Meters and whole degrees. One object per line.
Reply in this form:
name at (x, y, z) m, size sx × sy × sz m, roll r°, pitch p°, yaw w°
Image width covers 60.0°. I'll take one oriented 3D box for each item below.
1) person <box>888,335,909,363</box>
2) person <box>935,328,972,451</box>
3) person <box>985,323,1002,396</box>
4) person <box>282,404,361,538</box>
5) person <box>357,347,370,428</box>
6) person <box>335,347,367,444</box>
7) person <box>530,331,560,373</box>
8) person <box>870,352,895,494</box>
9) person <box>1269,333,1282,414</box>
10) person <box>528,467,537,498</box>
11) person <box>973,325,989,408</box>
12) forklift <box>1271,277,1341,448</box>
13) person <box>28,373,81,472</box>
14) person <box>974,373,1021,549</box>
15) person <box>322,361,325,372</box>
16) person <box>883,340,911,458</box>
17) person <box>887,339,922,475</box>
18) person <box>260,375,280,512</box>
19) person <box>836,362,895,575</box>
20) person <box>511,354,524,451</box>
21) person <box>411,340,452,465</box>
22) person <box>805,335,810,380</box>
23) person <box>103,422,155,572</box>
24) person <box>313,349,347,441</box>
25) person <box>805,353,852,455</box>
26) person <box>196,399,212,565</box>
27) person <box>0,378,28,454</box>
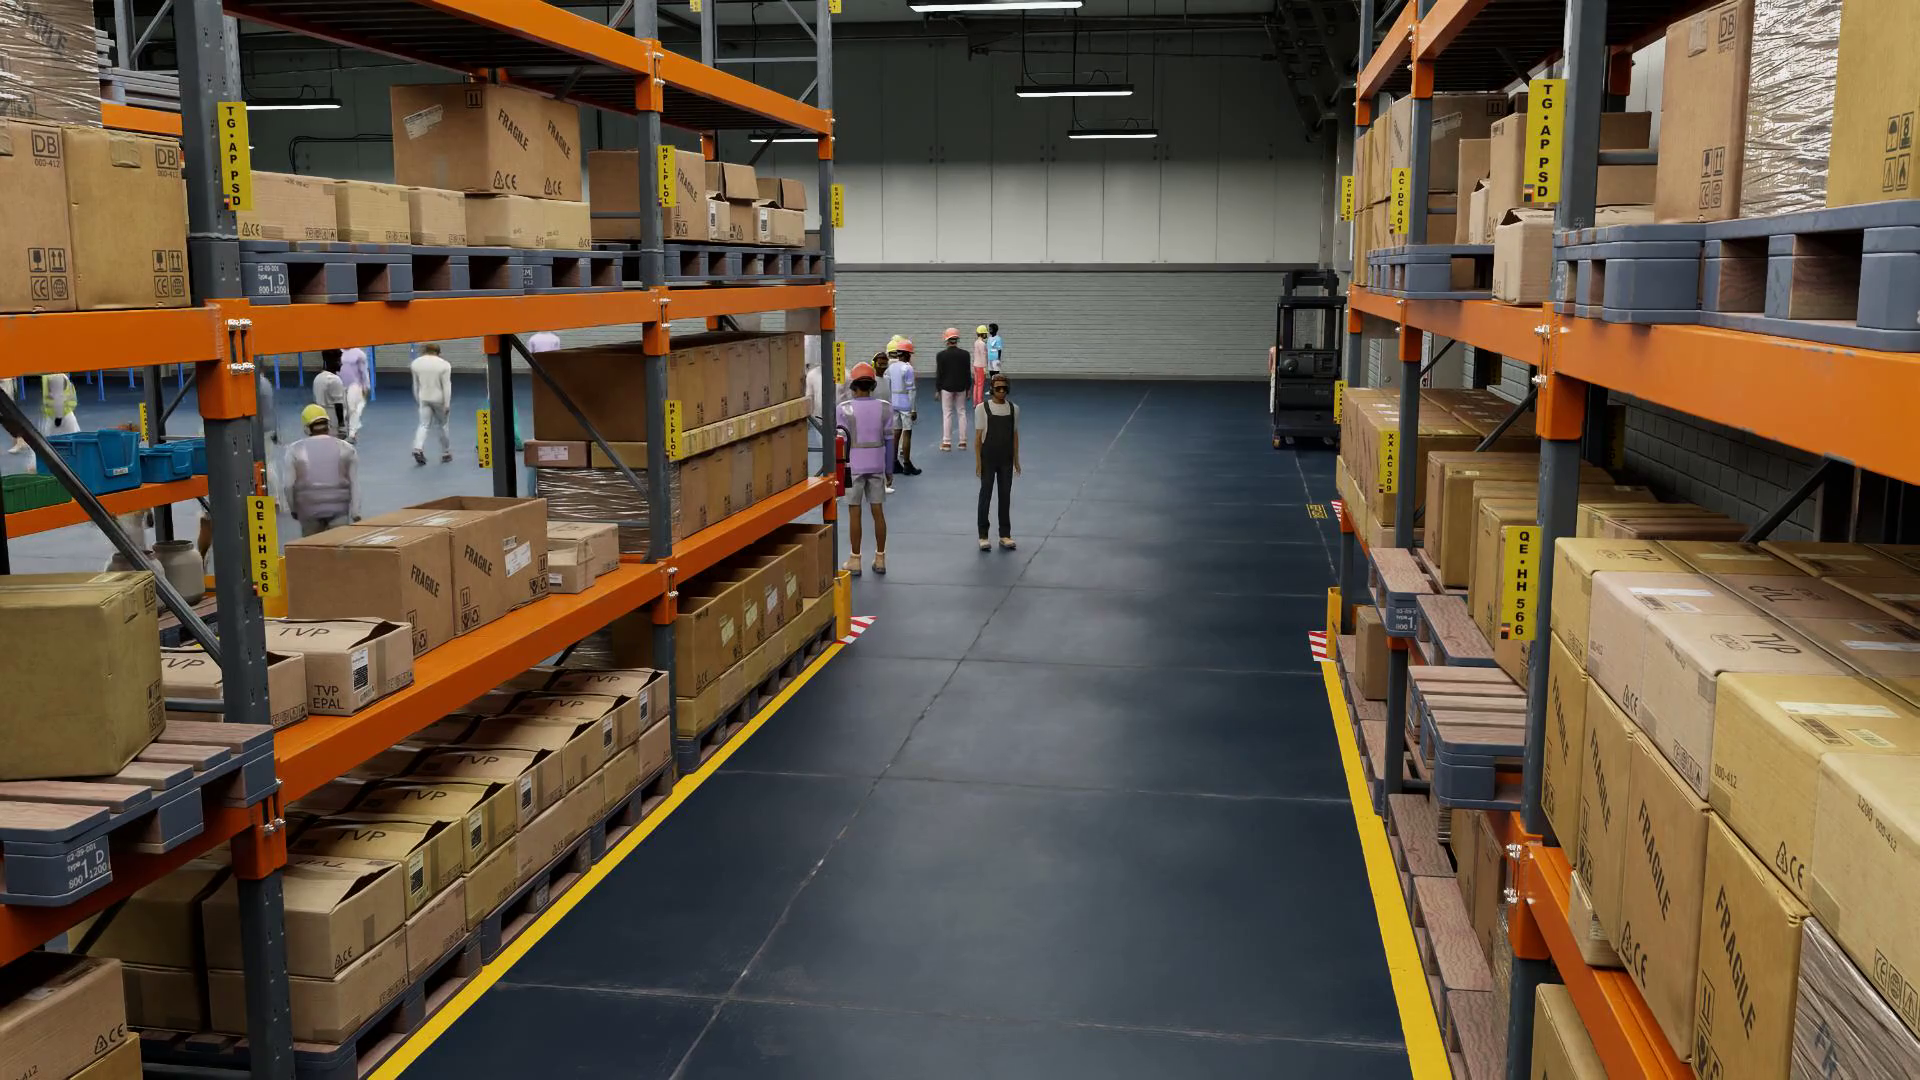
person at (-1.163, -2.974, 31.124) m, size 0.522 × 1.727 × 0.869 m, roll -8°, pitch 12°, yaw -40°
person at (-0.117, -2.466, 27.175) m, size 0.622 × 1.990 × 0.402 m, roll -4°, pitch 10°, yaw -23°
person at (0.792, -4.222, 38.912) m, size 0.317 × 1.696 × 0.540 m, roll -5°, pitch 11°, yaw -29°
person at (-5.423, -0.253, 14.184) m, size 0.615 × 1.783 × 0.583 m, roll -5°, pitch 11°, yaw -29°
person at (-11.181, -2.856, 30.715) m, size 0.510 × 1.616 × 0.609 m, roll -1°, pitch 9°, yaw -4°
person at (-10.409, -2.620, 28.342) m, size 0.637 × 1.921 × 0.535 m, roll -1°, pitch 9°, yaw -4°
person at (-8.720, -3.675, 34.986) m, size 0.642 × 1.881 × 0.852 m, roll -2°, pitch 10°, yaw -14°
person at (-1.053, -1.530, 21.808) m, size 0.327 × 1.863 × 0.514 m, roll 7°, pitch 12°, yaw 38°
person at (6.541, -3.393, 33.972) m, size 0.522 × 1.642 × 0.306 m, roll 8°, pitch 12°, yaw 40°
person at (-3.848, -0.427, 15.797) m, size 0.512 × 1.602 × 0.822 m, roll 1°, pitch 9°, yaw 7°
person at (0.456, -3.646, 35.151) m, size 0.313 × 1.768 × 0.528 m, roll -3°, pitch 10°, yaw -19°
forklift at (5.847, -3.016, 27.970) m, size 1.129 × 2.768 × 1.873 m, roll 1°, pitch 9°, yaw 9°
person at (-12.995, -1.853, 23.994) m, size 0.953 × 1.802 × 0.619 m, roll -8°, pitch 12°, yaw -41°
person at (0.398, -0.831, 17.544) m, size 0.506 × 1.847 × 0.343 m, roll -3°, pitch 10°, yaw -20°
person at (-18.078, -5.777, 47.577) m, size 0.672 × 2.000 × 0.536 m, roll -8°, pitch 12°, yaw -42°
person at (-1.037, -2.201, 26.029) m, size 0.594 × 1.832 × 0.404 m, roll -3°, pitch 10°, yaw -19°
person at (-0.802, -1.918, 23.980) m, size 0.362 × 1.934 × 0.543 m, roll -8°, pitch 12°, yaw -41°
person at (-8.556, -1.290, 20.176) m, size 0.586 × 1.917 × 0.640 m, roll -1°, pitch 9°, yaw -7°
person at (-0.938, -0.697, 16.107) m, size 0.615 × 2.042 × 0.374 m, roll -4°, pitch 10°, yaw -24°
person at (-7.387, -2.272, 26.769) m, size 0.521 × 1.729 × 0.875 m, roll 7°, pitch 11°, yaw 35°
person at (-8.009, -2.106, 25.213) m, size 0.629 × 1.913 × 0.925 m, roll 0°, pitch 9°, yaw 3°
person at (-3.538, -4.024, 37.033) m, size 0.549 × 1.918 × 0.757 m, roll 7°, pitch 12°, yaw 37°
person at (-7.350, -0.244, 14.636) m, size 0.523 × 1.608 × 0.788 m, roll 7°, pitch 11°, yaw 36°
person at (-8.020, -1.491, 21.249) m, size 0.608 × 1.963 × 0.369 m, roll 9°, pitch 13°, yaw 43°
person at (-1.810, -1.660, 22.565) m, size 0.663 × 1.864 × 0.911 m, roll 1°, pitch 9°, yaw 5°
person at (-6.970, -0.552, 15.720) m, size 1.010 × 1.882 × 0.572 m, roll 3°, pitch 10°, yaw 18°
person at (-15.215, -2.301, 26.208) m, size 0.618 × 1.994 × 1.084 m, roll 4°, pitch 10°, yaw 26°
